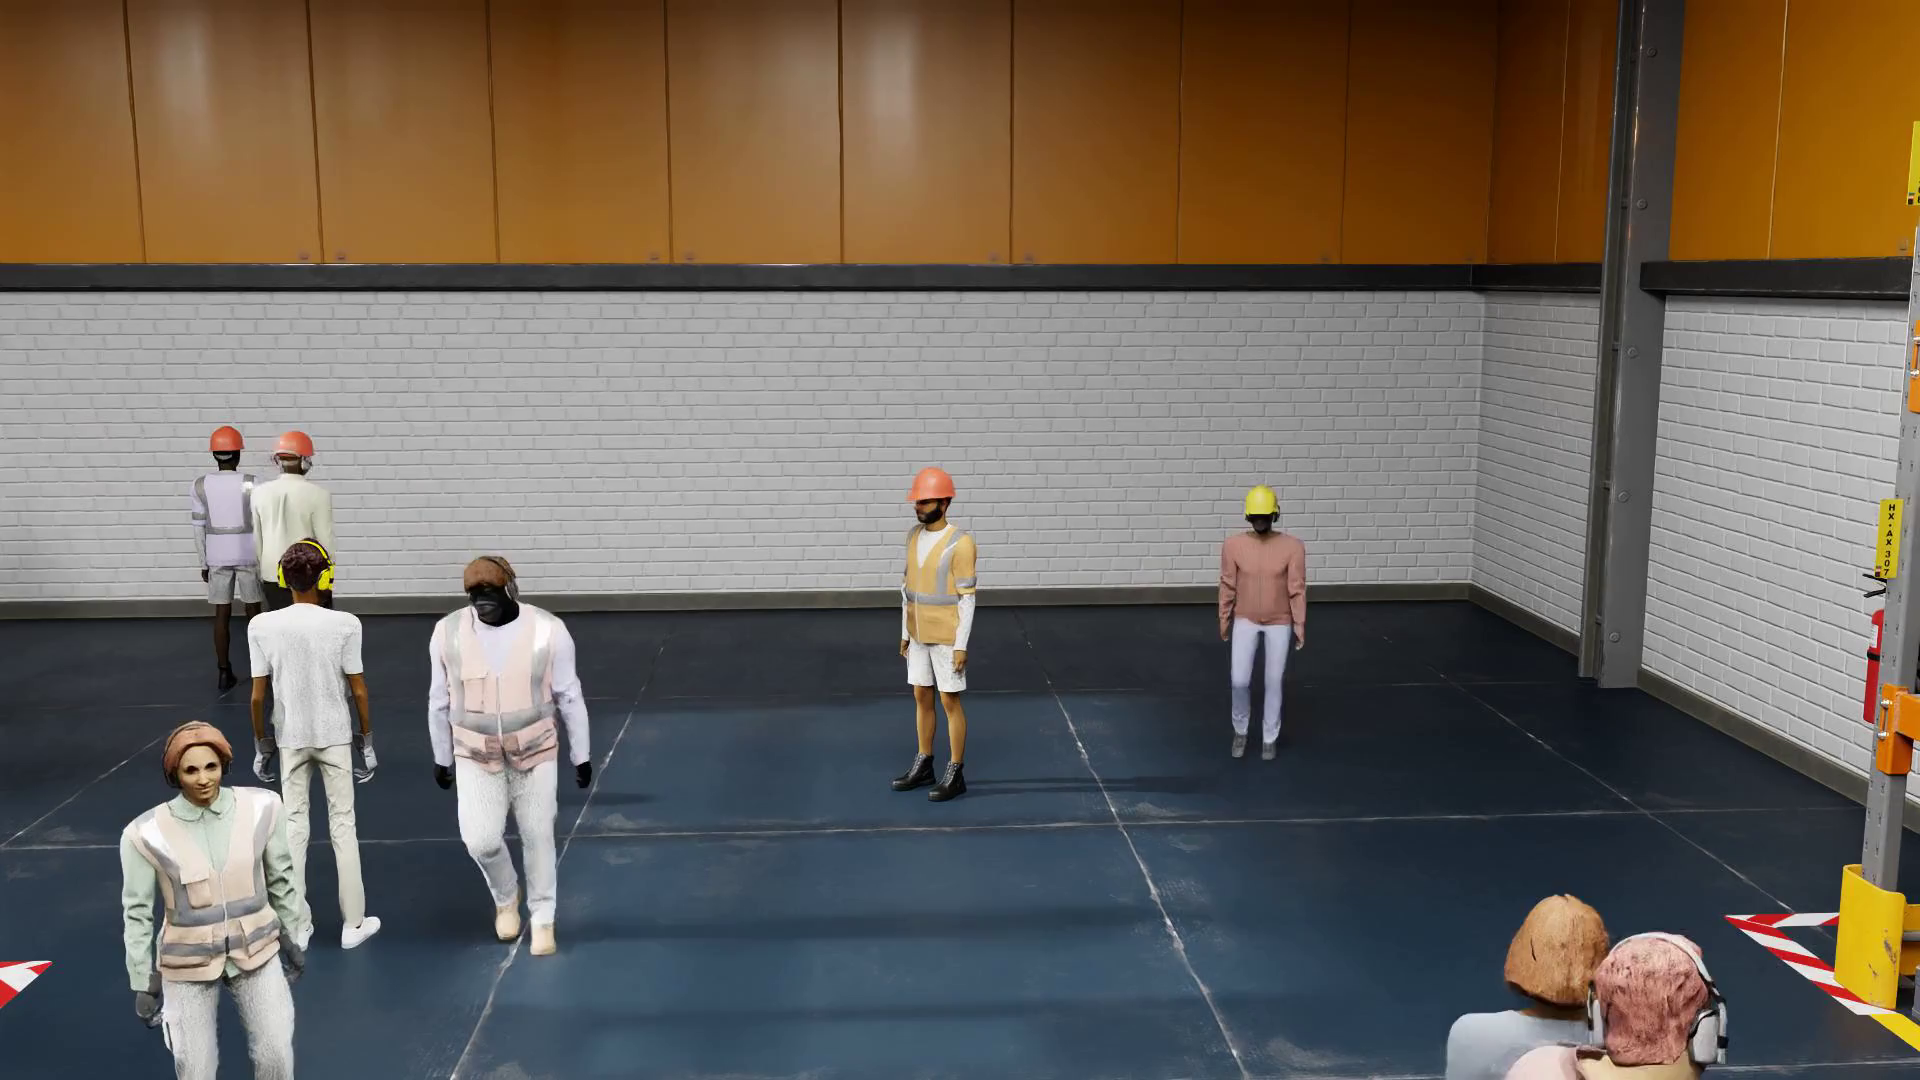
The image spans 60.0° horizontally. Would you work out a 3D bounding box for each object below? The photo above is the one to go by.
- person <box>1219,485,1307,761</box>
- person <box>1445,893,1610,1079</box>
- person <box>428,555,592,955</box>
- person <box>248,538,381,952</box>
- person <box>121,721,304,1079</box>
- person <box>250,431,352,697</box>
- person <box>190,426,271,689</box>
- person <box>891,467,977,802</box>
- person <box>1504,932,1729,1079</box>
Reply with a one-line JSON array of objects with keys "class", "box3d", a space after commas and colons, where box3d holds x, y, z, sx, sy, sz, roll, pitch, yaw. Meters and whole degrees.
[{"class": "person", "box3d": [1.878, 0.523, 10.342, 0.542, 1.748, 0.443, 2, 9, 12]}, {"class": "person", "box3d": [1.360, 1.626, 3.848, 0.503, 1.616, 0.605, 2, 9, 15]}, {"class": "person", "box3d": [-1.984, 0.959, 7.371, 0.716, 1.821, 0.440, -2, 9, -11]}, {"class": "person", "box3d": [-2.901, 0.920, 7.478, 0.538, 1.869, 0.313, -1, 9, -8]}, {"class": "person", "box3d": [-2.391, 1.376, 5.353, 0.534, 1.631, 0.323, -7, 11, -37]}, {"class": "person", "box3d": [-4.580, 0.220, 11.573, 0.633, 1.952, 0.909, 0, 9, 3]}, {"class": "person", "box3d": [-5.322, 0.130, 12.216, 0.545, 1.941, 0.351, -1, 9, -8]}, {"class": "person", "box3d": [-0.155, 0.541, 9.642, 0.542, 1.938, 0.358, 9, 13, 44]}, {"class": "person", "box3d": [1.137, 1.630, 3.034, 0.794, 1.867, 0.657, -2, 9, -14]}]
